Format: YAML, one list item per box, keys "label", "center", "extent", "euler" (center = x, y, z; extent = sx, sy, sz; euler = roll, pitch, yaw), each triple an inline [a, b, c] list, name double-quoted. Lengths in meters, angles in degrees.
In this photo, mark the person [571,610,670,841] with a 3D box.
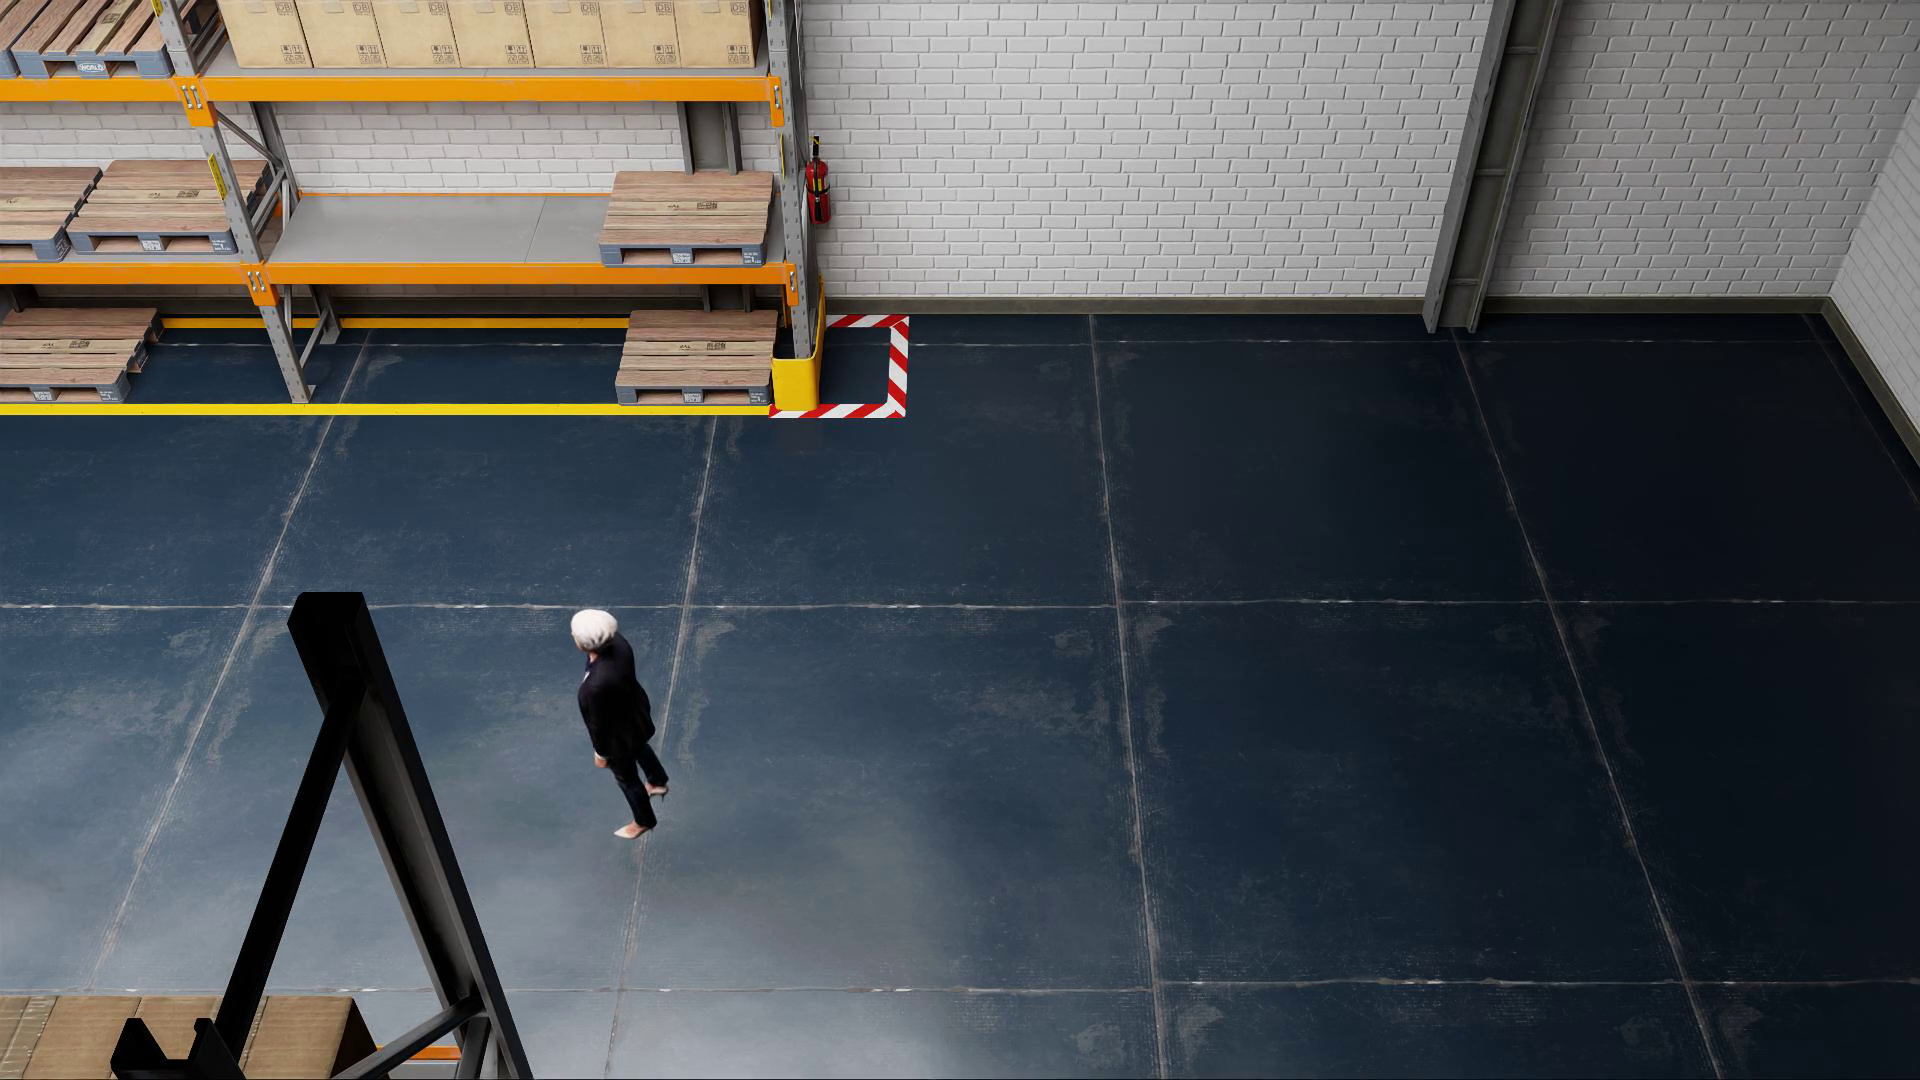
- label: "person"
  center: [-1.809, 0.959, 8.948]
  extent: [0.609, 1.773, 0.731]
  euler: [4, 44, 4]
